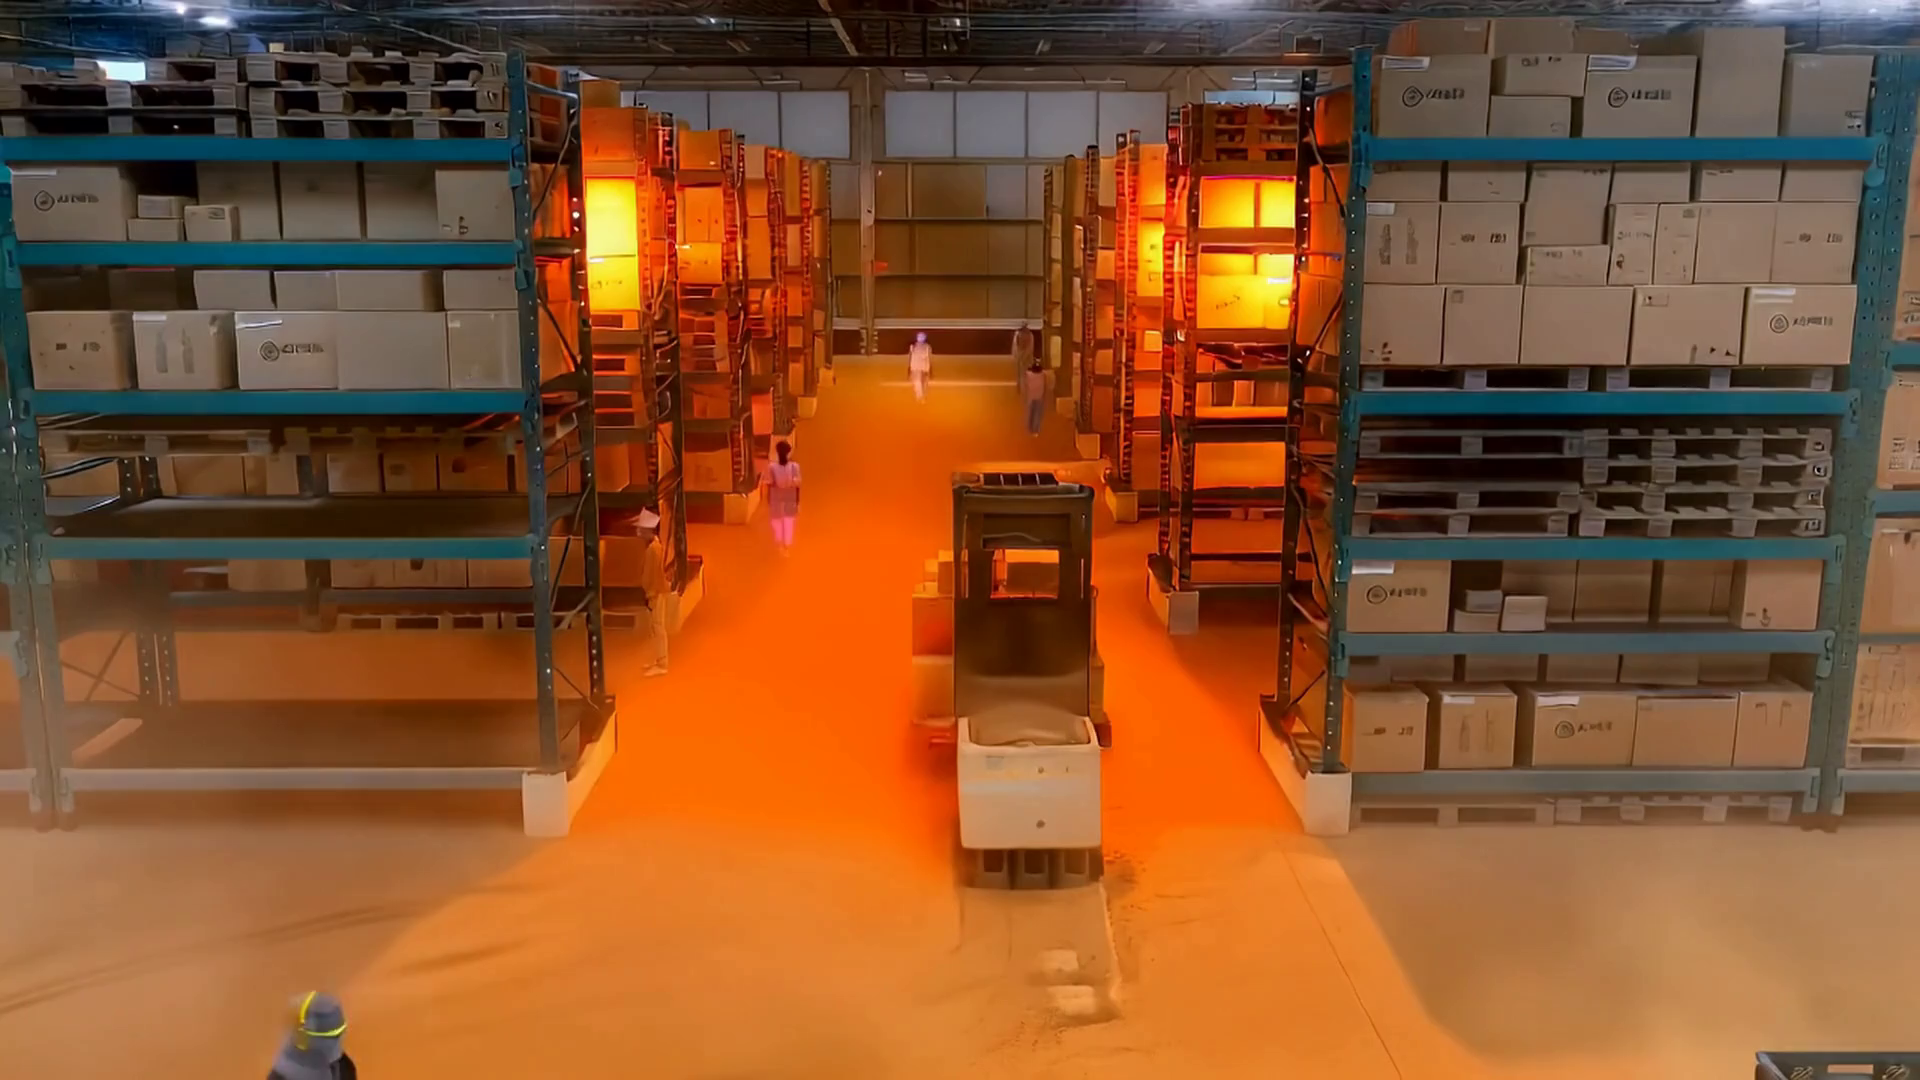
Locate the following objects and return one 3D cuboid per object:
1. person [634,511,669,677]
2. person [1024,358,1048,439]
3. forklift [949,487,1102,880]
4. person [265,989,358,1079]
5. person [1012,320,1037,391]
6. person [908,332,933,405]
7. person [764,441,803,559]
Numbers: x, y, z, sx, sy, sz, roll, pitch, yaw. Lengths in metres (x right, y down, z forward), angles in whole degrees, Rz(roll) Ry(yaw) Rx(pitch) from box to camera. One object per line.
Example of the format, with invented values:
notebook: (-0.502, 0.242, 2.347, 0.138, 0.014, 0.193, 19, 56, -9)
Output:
person: (-3.280, 0.569, 17.655, 0.317, 1.767, 0.535, -3, 12, -13)
person: (1.634, -3.018, 35.536, 0.504, 1.716, 0.707, 0, 11, 0)
forklift: (0.495, 0.986, 12.813, 1.129, 2.768, 1.873, 0, 11, -2)
person: (-2.475, 2.708, 6.753, 0.773, 1.879, 0.685, 0, 11, 0)
person: (1.735, -4.933, 44.583, 0.657, 1.892, 0.485, -1, 11, -4)
person: (-0.987, -4.310, 41.765, 0.636, 1.808, 0.941, -1, 11, -6)
person: (-2.492, -0.593, 23.603, 0.540, 1.678, 0.579, 0, 11, -1)
